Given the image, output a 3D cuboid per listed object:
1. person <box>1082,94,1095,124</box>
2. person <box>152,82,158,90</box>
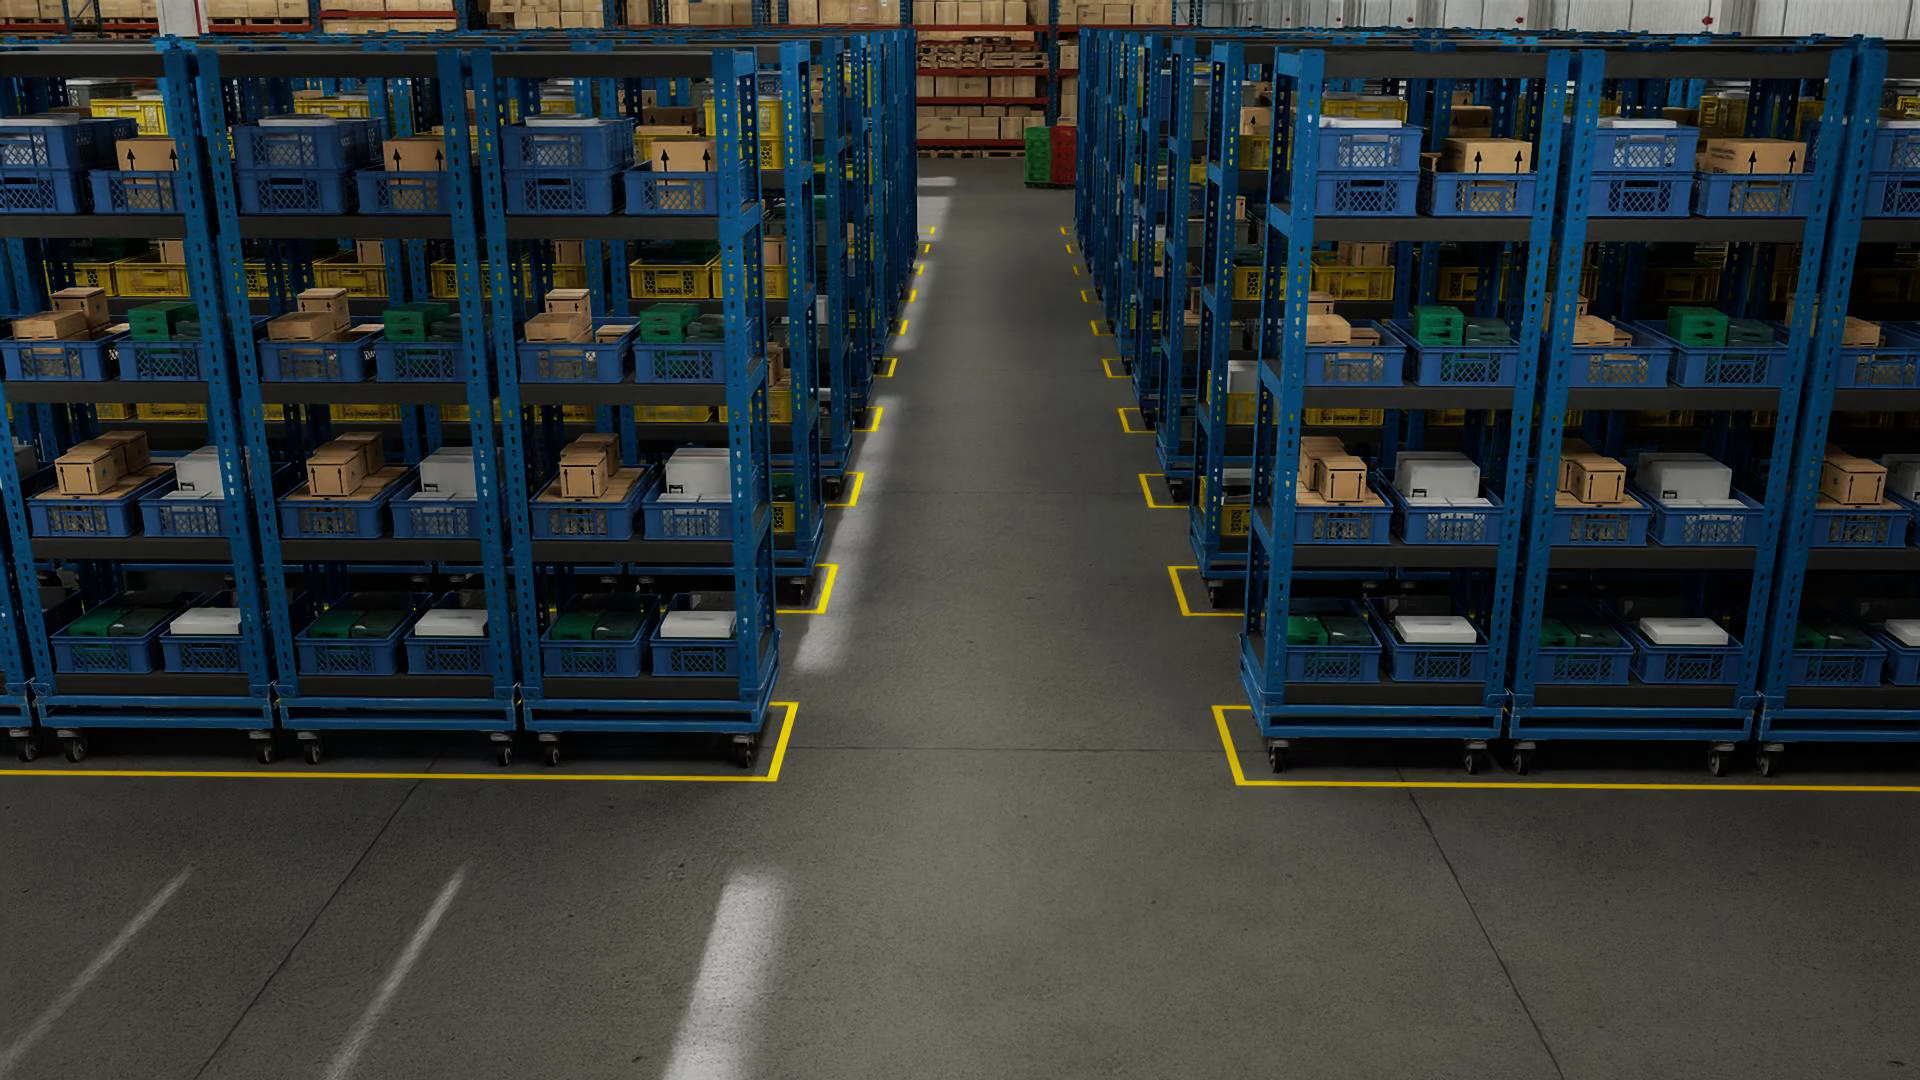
[{"bbox_3d":[3.324,-10.495,42.565,0.611,1.985,0.415,-1,17,-3],"label":"person"},{"bbox_3d":[-24.656,-13.093,51.020,0.634,1.889,1.022,11,20,31],"label":"person"}]
